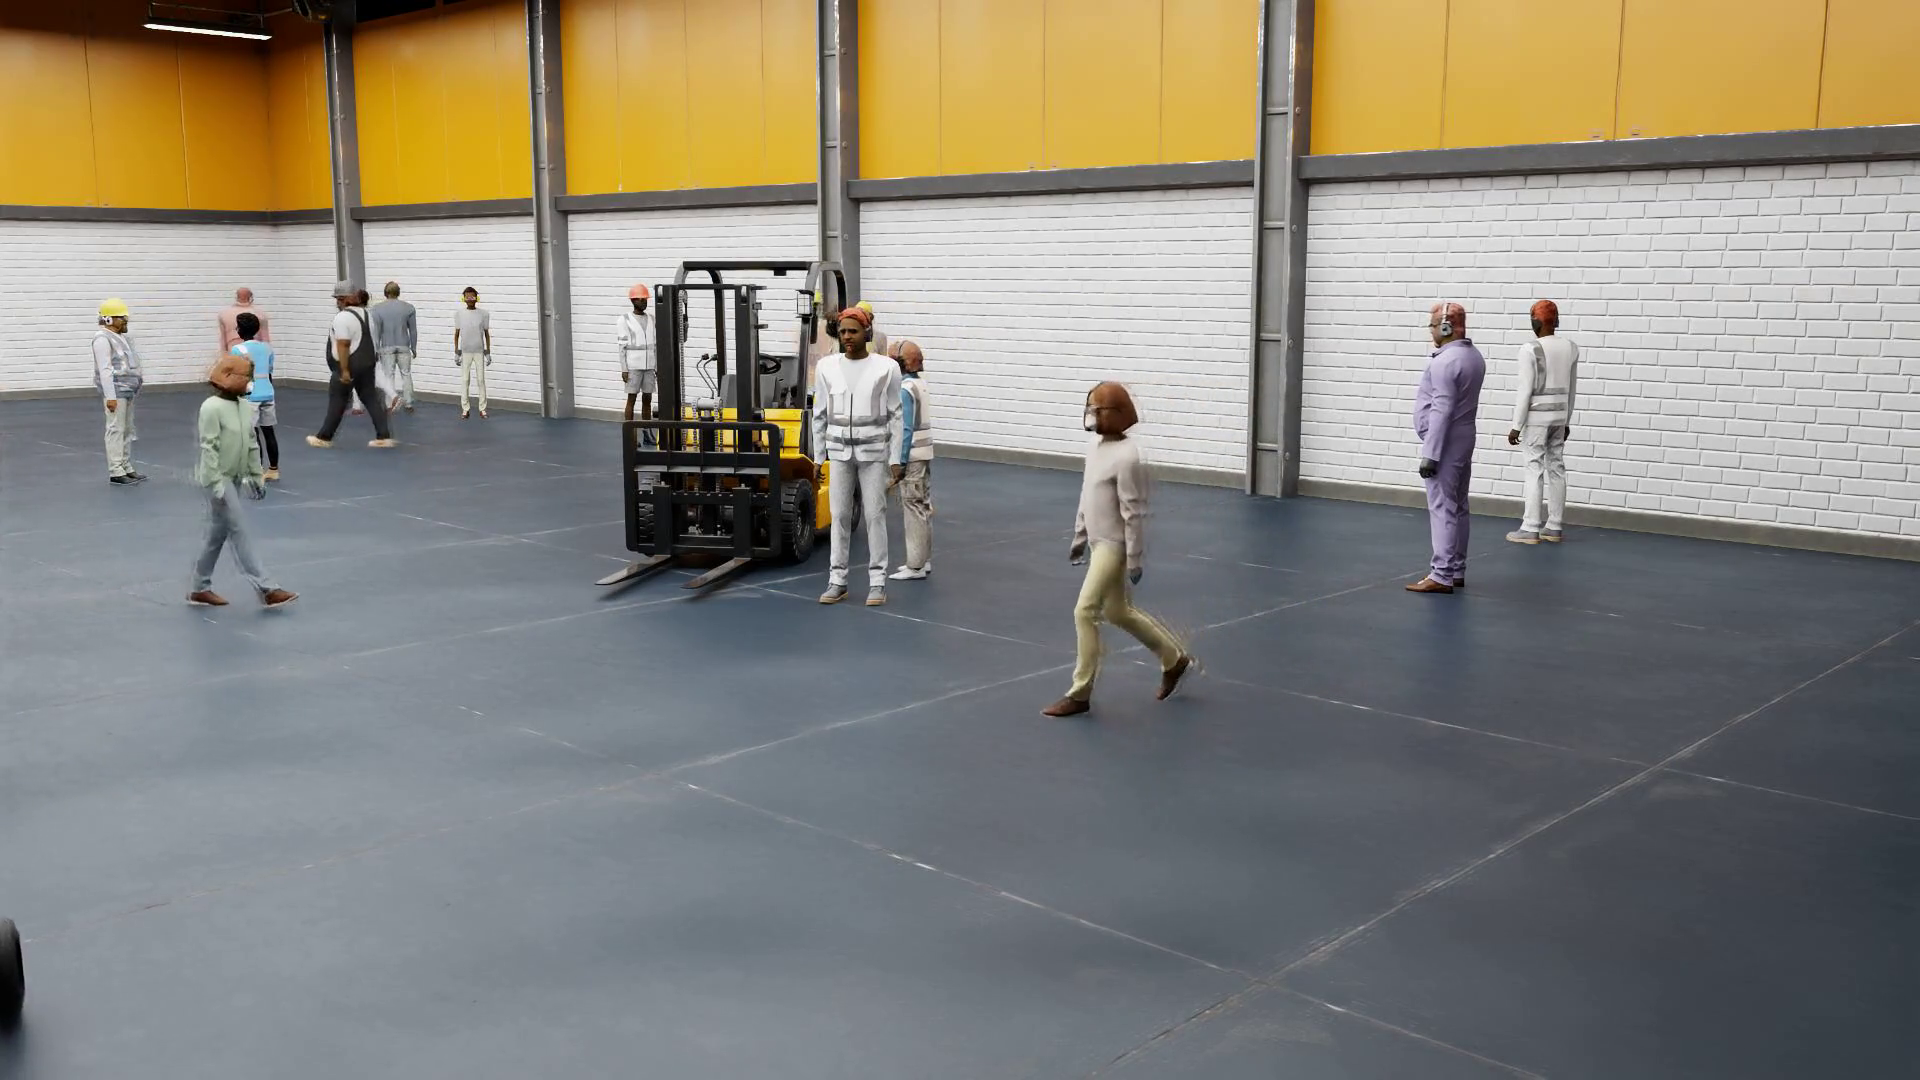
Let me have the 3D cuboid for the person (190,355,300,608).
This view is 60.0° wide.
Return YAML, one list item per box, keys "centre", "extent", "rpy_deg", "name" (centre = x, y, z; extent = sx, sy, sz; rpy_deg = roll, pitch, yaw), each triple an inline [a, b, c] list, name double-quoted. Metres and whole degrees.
- centre: [-4.494, -0.354, 10.346]
  extent: [0.819, 1.583, 0.510]
  rpy_deg: [1, 9, 5]
  name: "person"

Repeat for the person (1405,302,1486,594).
- centre: [3.176, -0.601, 10.920]
  extent: [0.410, 1.905, 0.641]
  rpy_deg: [6, 11, 34]
  name: "person"

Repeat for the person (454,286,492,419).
- centre: [-6.922, -2.657, 23.624]
  extent: [0.513, 1.872, 0.328]
  rpy_deg: [-3, 10, -18]
  name: "person"

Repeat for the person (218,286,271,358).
- centre: [-9.695, -2.493, 22.565]
  extent: [0.663, 1.887, 0.545]
  rpy_deg: [-2, 9, -10]
  name: "person"

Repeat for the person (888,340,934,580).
- centre: [-0.335, -0.540, 11.363]
  extent: [0.315, 1.636, 0.515]
  rpy_deg: [2, 9, 12]
  name: "person"

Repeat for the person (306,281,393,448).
- centre: [-7.231, -2.097, 19.672]
  extent: [0.994, 2.000, 0.692]
  rpy_deg: [3, 10, 16]
  name: "person"

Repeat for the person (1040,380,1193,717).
- centre: [0.770, 0.032, 7.940]
  extent: [0.765, 1.602, 0.496]
  rpy_deg: [-2, 9, -12]
  name: "person"

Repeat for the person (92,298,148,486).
- centre: [-8.260, -1.453, 16.354]
  extent: [0.404, 1.831, 0.600]
  rpy_deg: [-2, 9, -10]
  name: "person"

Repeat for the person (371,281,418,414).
- centre: [-8.273, -2.813, 24.378]
  extent: [0.648, 1.937, 0.394]
  rpy_deg: [-5, 10, -27]
  name: "person"

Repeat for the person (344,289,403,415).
- centre: [-8.545, -2.712, 24.124]
  extent: [0.834, 1.837, 0.527]
  rpy_deg: [3, 10, 20]
  name: "person"

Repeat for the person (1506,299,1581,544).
- centre: [4.498, -0.908, 12.851]
  extent: [0.573, 1.887, 0.355]
  rpy_deg: [-4, 10, -25]
  name: "person"

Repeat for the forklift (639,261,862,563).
- centre: [-1.552, -1.040, 12.721]
  extent: [1.214, 2.155, 2.313]
  rpy_deg: [2, 9, 11]
  name: "forklift"

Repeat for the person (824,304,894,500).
- centre: [-0.930, -1.113, 14.313]
  extent: [0.579, 1.820, 0.635]
  rpy_deg: [3, 10, 15]
  name: "person"

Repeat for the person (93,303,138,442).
- centre: [-10.311, -2.021, 20.175]
  extent: [0.510, 1.710, 0.807]
  rpy_deg: [2, 9, 13]
  name: "person"

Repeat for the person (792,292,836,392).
- centre: [-1.542, -1.656, 17.381]
  extent: [0.479, 1.899, 0.711]
  rpy_deg: [6, 11, 34]
  name: "person"

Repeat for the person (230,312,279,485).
- centre: [-6.940, -1.384, 16.345]
  extent: [0.322, 1.697, 0.535]
  rpy_deg: [3, 10, 18]
  name: "person"

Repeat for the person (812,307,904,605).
- centre: [-0.649, -0.522, 10.492]
  extent: [0.584, 1.882, 0.337]
  rpy_deg: [2, 9, 12]
  name: "person"

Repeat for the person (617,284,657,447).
- centre: [-3.811, -2.079, 19.860]
  extent: [0.545, 1.942, 0.354]
  rpy_deg: [-9, 13, -44]
  name: "person"

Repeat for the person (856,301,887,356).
- centre: [-1.036, -1.719, 18.184]
  extent: [0.522, 1.772, 0.304]
  rpy_deg: [-5, 10, -28]
  name: "person"
